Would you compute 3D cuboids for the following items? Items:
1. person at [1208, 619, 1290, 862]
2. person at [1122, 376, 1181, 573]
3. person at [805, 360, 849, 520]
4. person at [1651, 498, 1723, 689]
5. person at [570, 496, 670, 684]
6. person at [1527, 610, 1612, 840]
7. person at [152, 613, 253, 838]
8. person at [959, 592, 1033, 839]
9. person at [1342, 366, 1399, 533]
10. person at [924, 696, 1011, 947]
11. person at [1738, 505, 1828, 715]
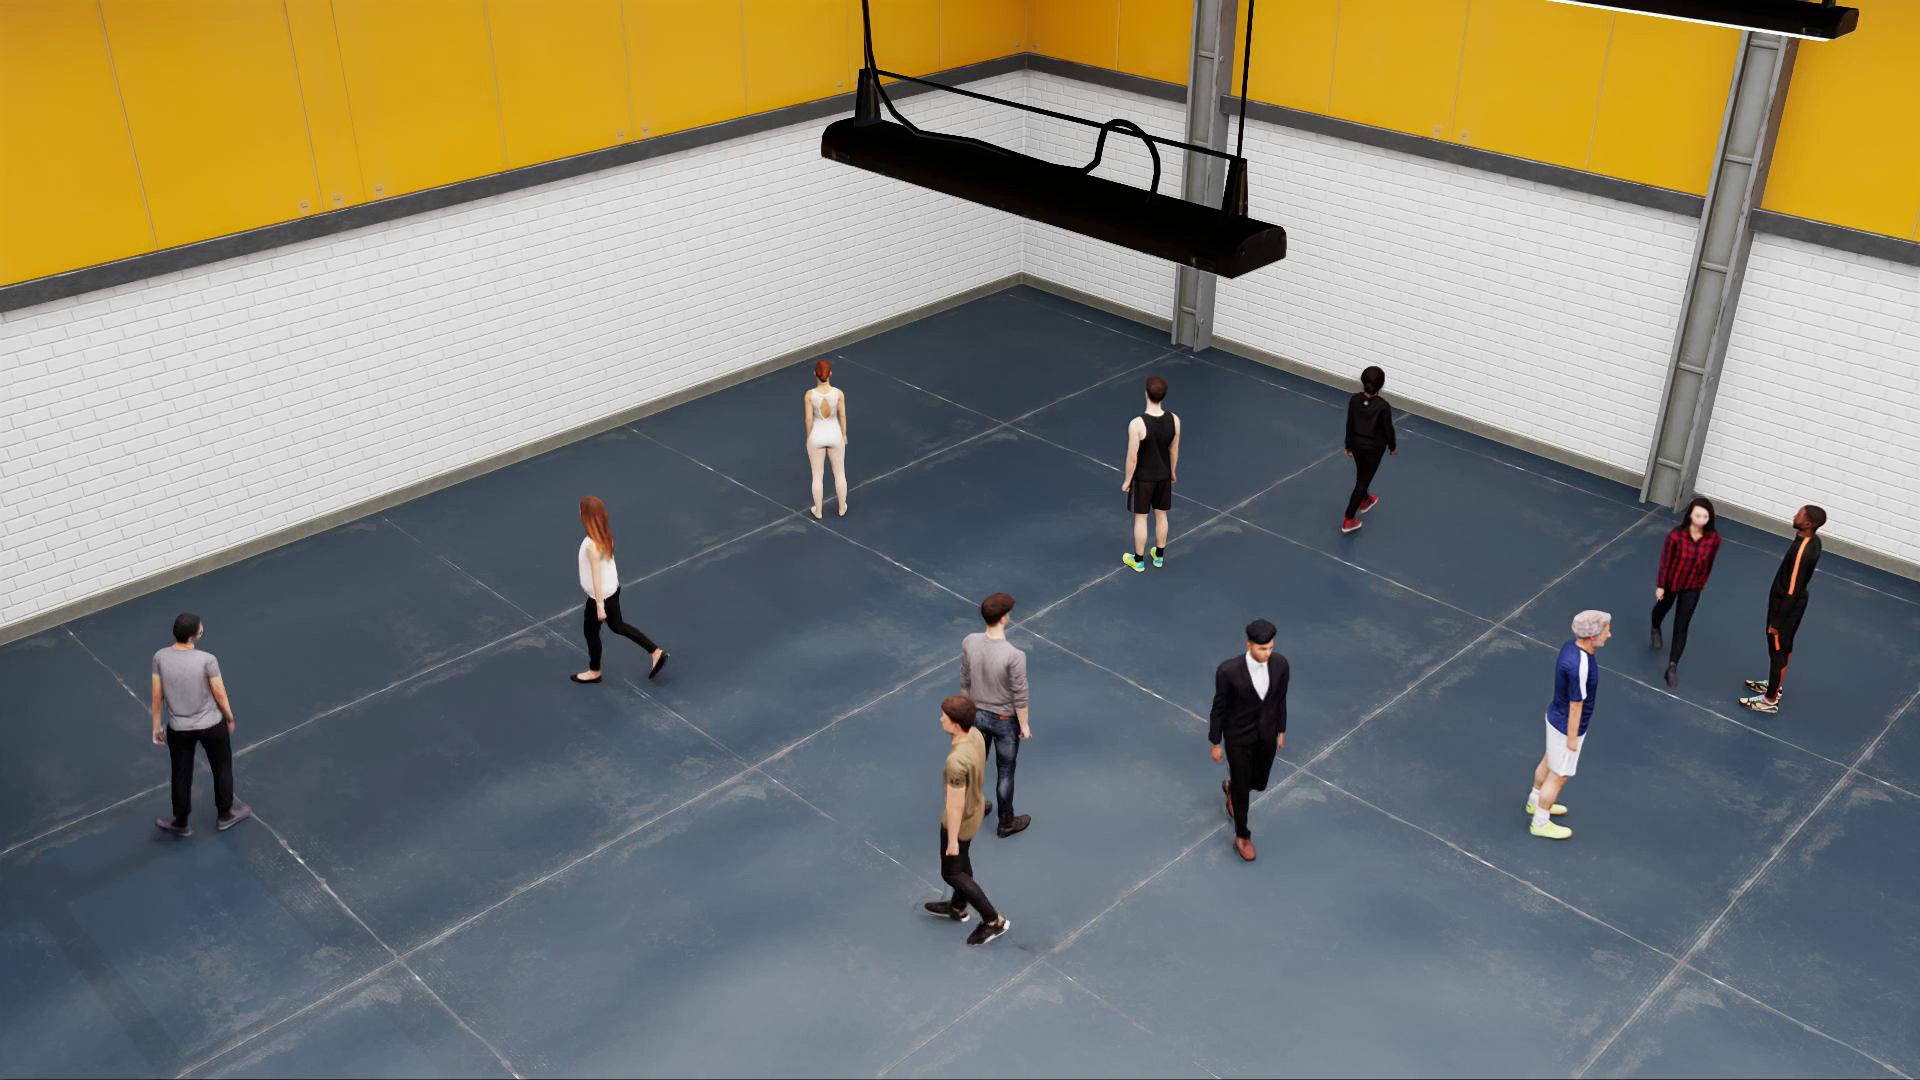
[{"bbox_3d":[2.012,1.310,11.681,0.985,1.867,1.089,-6,29,-12],"label":"person"},{"bbox_3d":[1.743,-0.597,15.152,0.761,1.892,0.745,-10,30,-17],"label":"person"},{"bbox_3d":[-1.299,-0.979,16.112,0.620,1.644,0.634,-6,29,-11],"label":"person"},{"bbox_3d":[5.923,0.332,13.752,1.107,1.601,1.057,4,29,8],"label":"person"},{"bbox_3d":[-2.792,0.438,13.457,1.113,1.697,1.017,1,29,2],"label":"person"},{"bbox_3d":[4.294,1.281,11.769,0.712,1.835,0.706,8,30,14],"label":"person"},{"bbox_3d":[-5.476,1.333,11.783,0.899,1.730,0.887,-10,30,-17],"label":"person"},{"bbox_3d":[0.237,1.242,11.770,0.571,1.903,0.803,17,33,29],"label":"person"},{"bbox_3d":[3.858,-0.836,15.855,0.671,1.639,0.892,-25,37,-38],"label":"person"},{"bbox_3d":[0.055,1.809,10.788,1.010,1.847,0.913,7,29,12],"label":"person"},{"bbox_3d":[6.564,0.529,13.176,0.590,1.808,0.649,19,34,31],"label":"person"}]
